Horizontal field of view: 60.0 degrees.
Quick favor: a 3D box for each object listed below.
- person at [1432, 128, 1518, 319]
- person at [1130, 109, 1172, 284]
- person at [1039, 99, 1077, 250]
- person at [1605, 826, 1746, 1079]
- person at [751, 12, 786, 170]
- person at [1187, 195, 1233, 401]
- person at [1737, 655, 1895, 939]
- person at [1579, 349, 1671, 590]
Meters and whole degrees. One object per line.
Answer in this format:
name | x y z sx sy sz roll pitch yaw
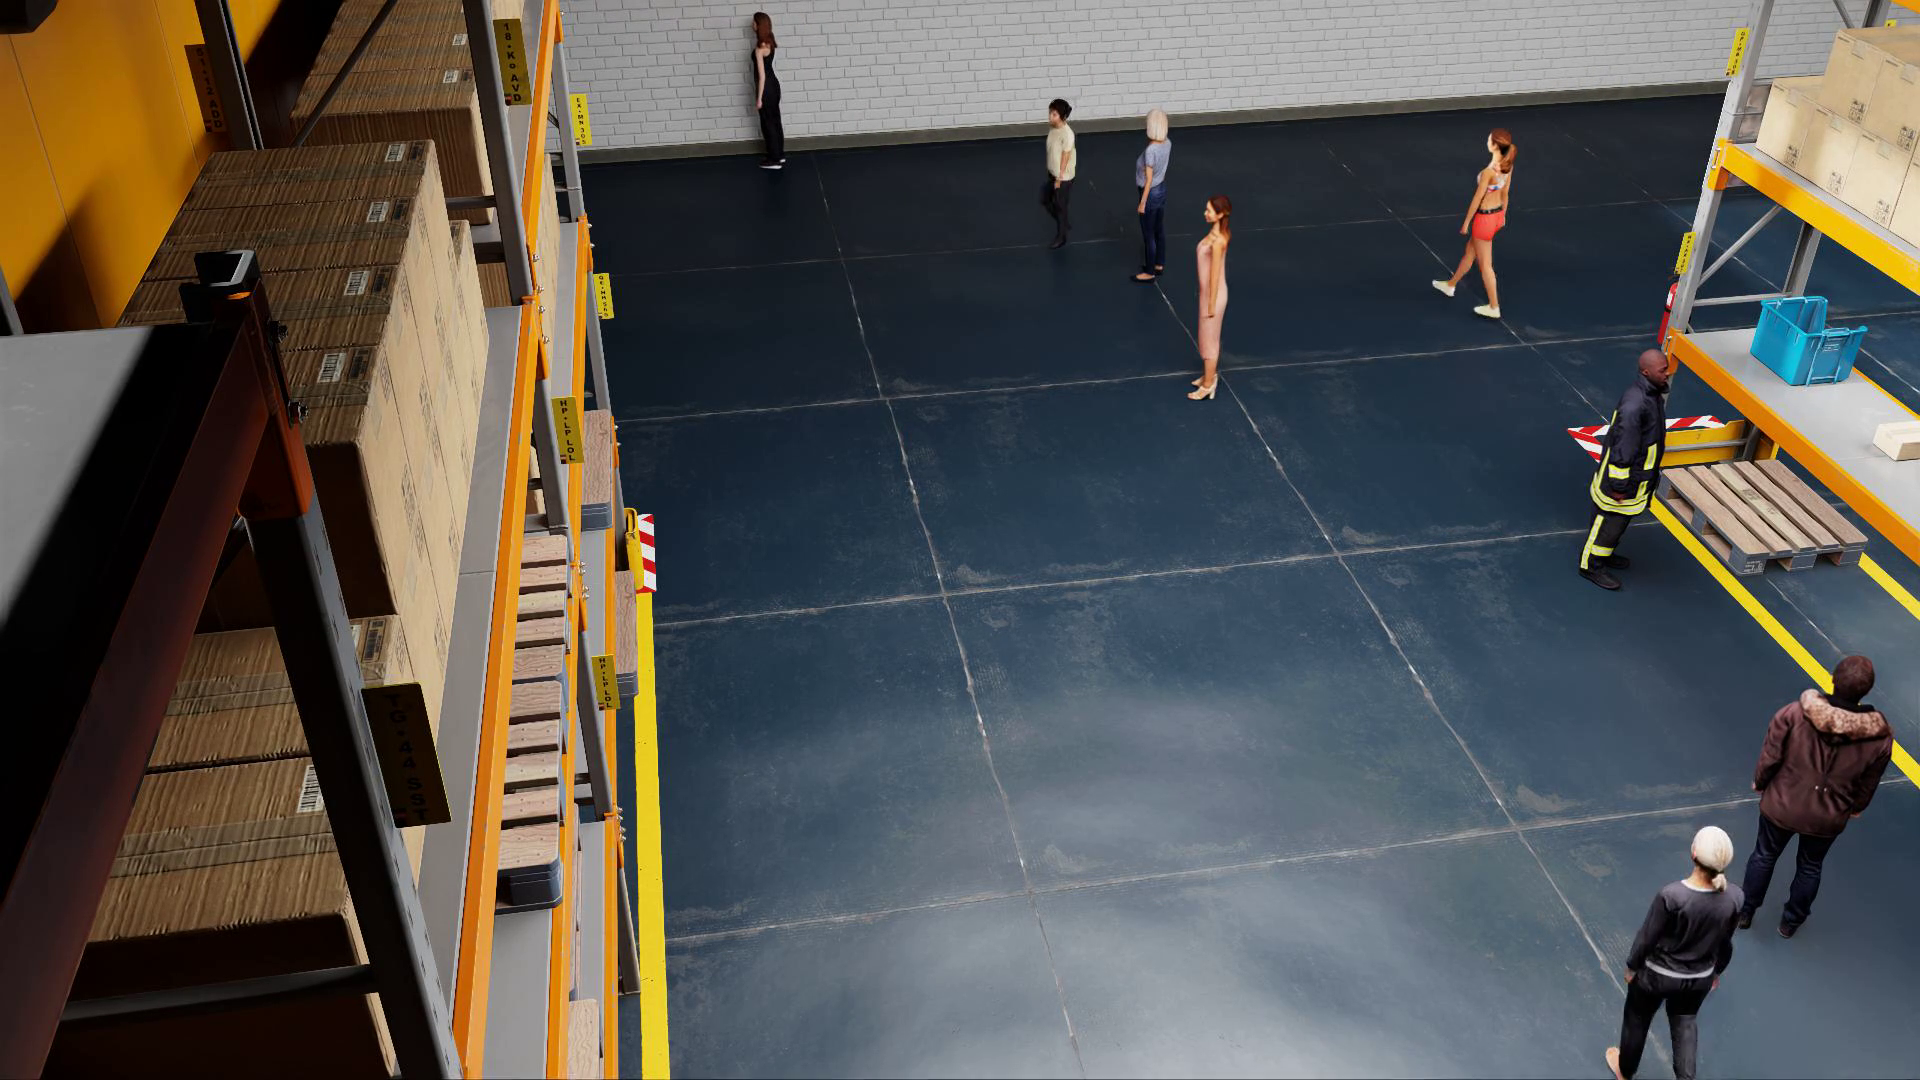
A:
person | 4.941 -2.898 15.437 0.957 1.745 1.151 -25 41 -33
person | 1.874 -3.336 16.118 0.723 1.721 0.647 18 38 25
person | 1.069 -3.684 16.773 0.733 1.575 0.630 -15 36 -21
person | 3.452 2.097 7.950 0.689 1.715 0.811 0 34 0
person | -2.154 -5.049 18.673 0.717 1.746 0.572 7 34 10
person | 2.152 -2.055 14.091 0.720 1.832 0.559 5 34 7
person | 4.544 1.384 8.902 0.874 1.848 0.884 12 36 18
person | 4.739 -0.539 11.819 0.920 1.822 0.855 20 39 27
